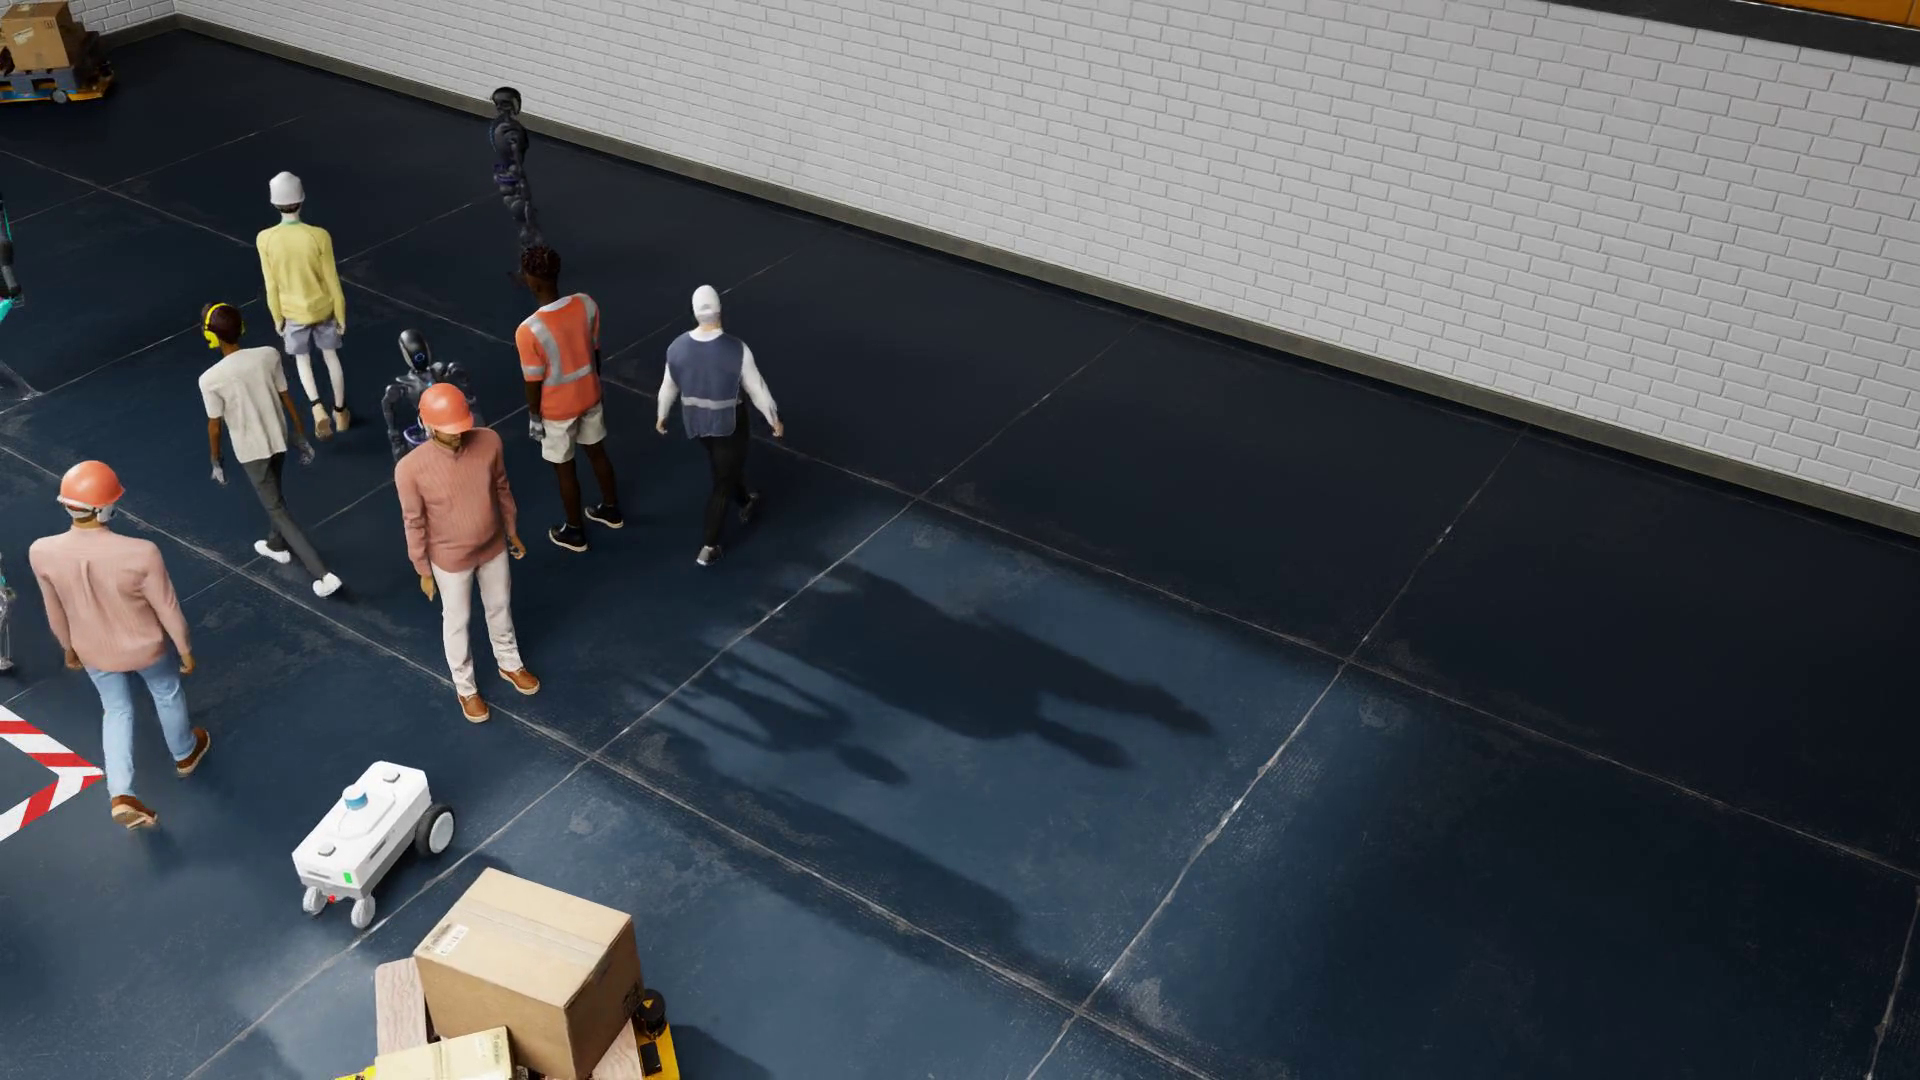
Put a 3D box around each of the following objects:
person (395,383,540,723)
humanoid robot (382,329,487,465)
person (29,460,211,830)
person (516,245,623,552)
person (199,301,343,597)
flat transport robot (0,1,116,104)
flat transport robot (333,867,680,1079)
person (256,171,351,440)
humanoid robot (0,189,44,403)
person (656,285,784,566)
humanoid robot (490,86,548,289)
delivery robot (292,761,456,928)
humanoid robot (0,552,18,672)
[{"bbox_3d":[-2.556,0.053,8.686,0.621,1.989,0.399,-30,45,-35],"label":"person"},{"bbox_3d":[-2.987,-0.480,9.730,0.612,1.649,0.442,-25,42,-31],"label":"humanoid robot"},{"bbox_3d":[-4.055,0.518,8.054,0.638,1.951,0.853,-4,35,-5],"label":"person"},{"bbox_3d":[-2.371,-0.853,10.017,0.382,1.956,0.602,21,40,28],"label":"person"},{"bbox_3d":[-4.022,-0.512,9.635,0.901,1.832,0.524,22,40,28],"label":"person"},{"bbox_3d":[-9.410,-4.620,16.865,1.431,0.231,0.659,-6,35,-9],"label":"flat transport robot"},{"bbox_3d":[-1.896,2.331,6.932,1.431,0.231,0.659,-10,36,-14],"label":"flat transport robot"},{"bbox_3d":[-4.305,-1.498,11.004,0.490,1.872,0.570,-12,37,-16],"label":"person"},{"bbox_3d":[-6.832,-1.729,11.488,0.534,1.800,0.783,28,44,34],"label":"humanoid robot"},{"bbox_3d":[-1.477,-0.703,10.022,0.768,1.699,0.898,12,37,16],"label":"person"},{"bbox_3d":[-3.463,-2.724,12.934,0.349,1.646,0.610,-15,38,-21],"label":"humanoid robot"},{"bbox_3d":[-2.839,1.417,7.997,0.499,0.605,0.799,11,36,15],"label":"delivery robot"},{"bbox_3d":[-5.504,-0.004,8.978,1.015,1.718,0.538,26,43,32],"label":"humanoid robot"}]
